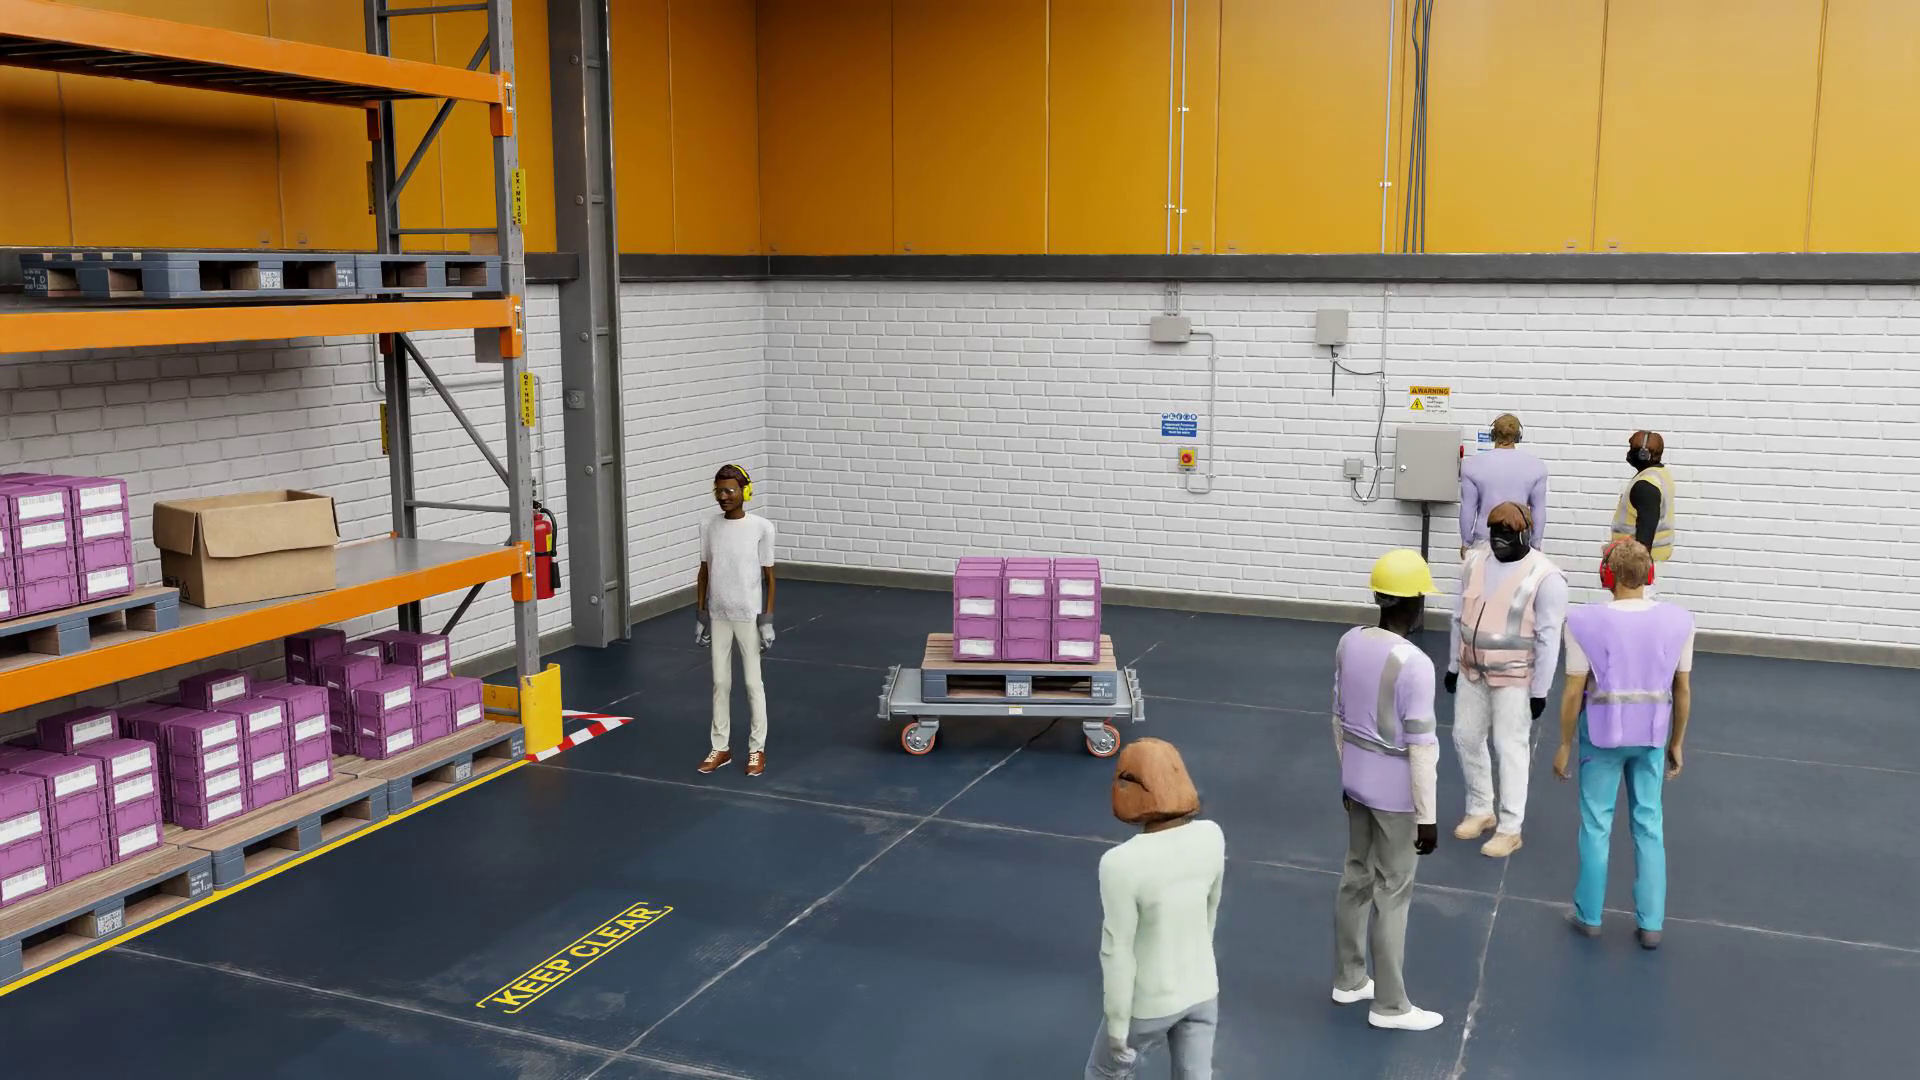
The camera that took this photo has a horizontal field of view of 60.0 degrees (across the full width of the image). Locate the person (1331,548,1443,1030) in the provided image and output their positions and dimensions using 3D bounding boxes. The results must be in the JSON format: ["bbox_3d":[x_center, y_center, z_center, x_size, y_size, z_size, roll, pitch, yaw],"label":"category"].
[{"bbox_3d":[1.716,0.987,6.642,0.367,1.927,0.594,-4,10,-20],"label":"person"}]

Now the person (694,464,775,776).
[{"bbox_3d":[-1.347,0.475,9.923,0.513,1.872,0.328,2,10,13],"label":"person"}]

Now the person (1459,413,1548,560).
[{"bbox_3d":[4.073,0.011,12.529,0.631,1.940,0.372,2,10,13],"label":"person"}]

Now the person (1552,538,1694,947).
[{"bbox_3d":[2.962,0.910,7.455,0.591,1.843,0.500,0,9,2],"label":"person"}]

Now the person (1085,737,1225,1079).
[{"bbox_3d":[0.576,1.393,5.130,0.513,1.612,0.641,-6,11,-31],"label":"person"}]

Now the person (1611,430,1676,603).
[{"bbox_3d":[4.984,0.118,12.174,0.430,1.845,0.624,5,11,29],"label":"person"}]

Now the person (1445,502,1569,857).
[{"bbox_3d":[2.811,0.706,8.620,0.429,1.834,0.652,-6,11,-30],"label":"person"}]
